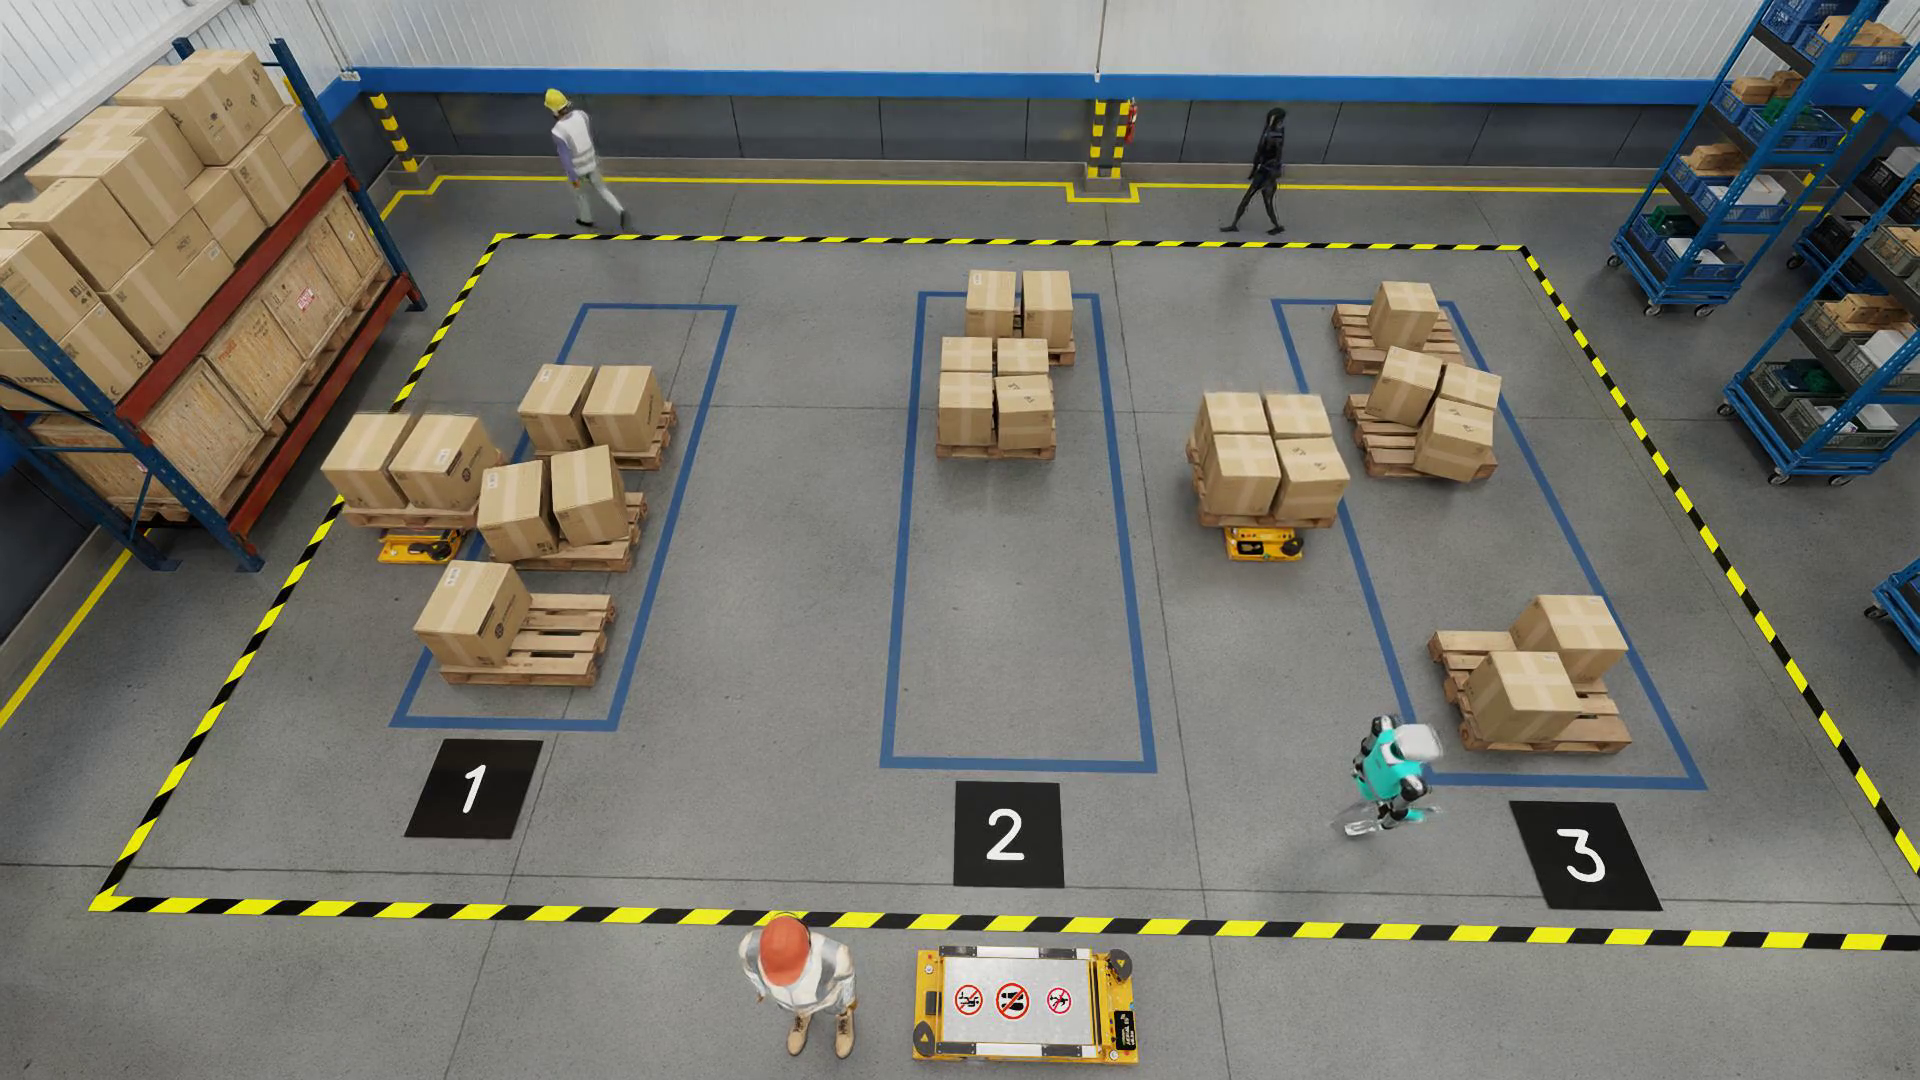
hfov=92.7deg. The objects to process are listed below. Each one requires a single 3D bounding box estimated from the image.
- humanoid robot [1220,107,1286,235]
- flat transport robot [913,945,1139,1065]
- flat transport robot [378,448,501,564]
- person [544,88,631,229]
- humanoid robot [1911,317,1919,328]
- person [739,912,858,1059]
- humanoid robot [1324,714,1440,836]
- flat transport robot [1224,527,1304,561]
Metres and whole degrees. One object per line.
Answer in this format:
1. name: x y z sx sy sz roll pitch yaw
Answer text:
1. humanoid robot: 3.784 -4.490 11.281 0.805 1.636 0.610 -8 51 -6
2. flat transport robot: 0.422 3.041 6.007 1.431 0.231 0.659 1 51 1
3. flat transport robot: -4.981 -0.387 8.784 0.652 0.197 1.431 1 51 1
4. person: -4.626 -4.630 11.268 0.762 1.803 0.590 24 55 18
5. humanoid robot: 10.407 -2.575 9.682 0.602 1.645 0.369 -6 51 -5
6. person: -0.886 2.574 5.241 0.613 2.047 0.359 4 51 3
7. humanoid robot: 2.963 1.684 6.175 0.795 1.790 0.553 -7 51 -6
8. flat transport robot: 2.822 -0.418 8.808 0.652 0.197 1.431 1 51 1
